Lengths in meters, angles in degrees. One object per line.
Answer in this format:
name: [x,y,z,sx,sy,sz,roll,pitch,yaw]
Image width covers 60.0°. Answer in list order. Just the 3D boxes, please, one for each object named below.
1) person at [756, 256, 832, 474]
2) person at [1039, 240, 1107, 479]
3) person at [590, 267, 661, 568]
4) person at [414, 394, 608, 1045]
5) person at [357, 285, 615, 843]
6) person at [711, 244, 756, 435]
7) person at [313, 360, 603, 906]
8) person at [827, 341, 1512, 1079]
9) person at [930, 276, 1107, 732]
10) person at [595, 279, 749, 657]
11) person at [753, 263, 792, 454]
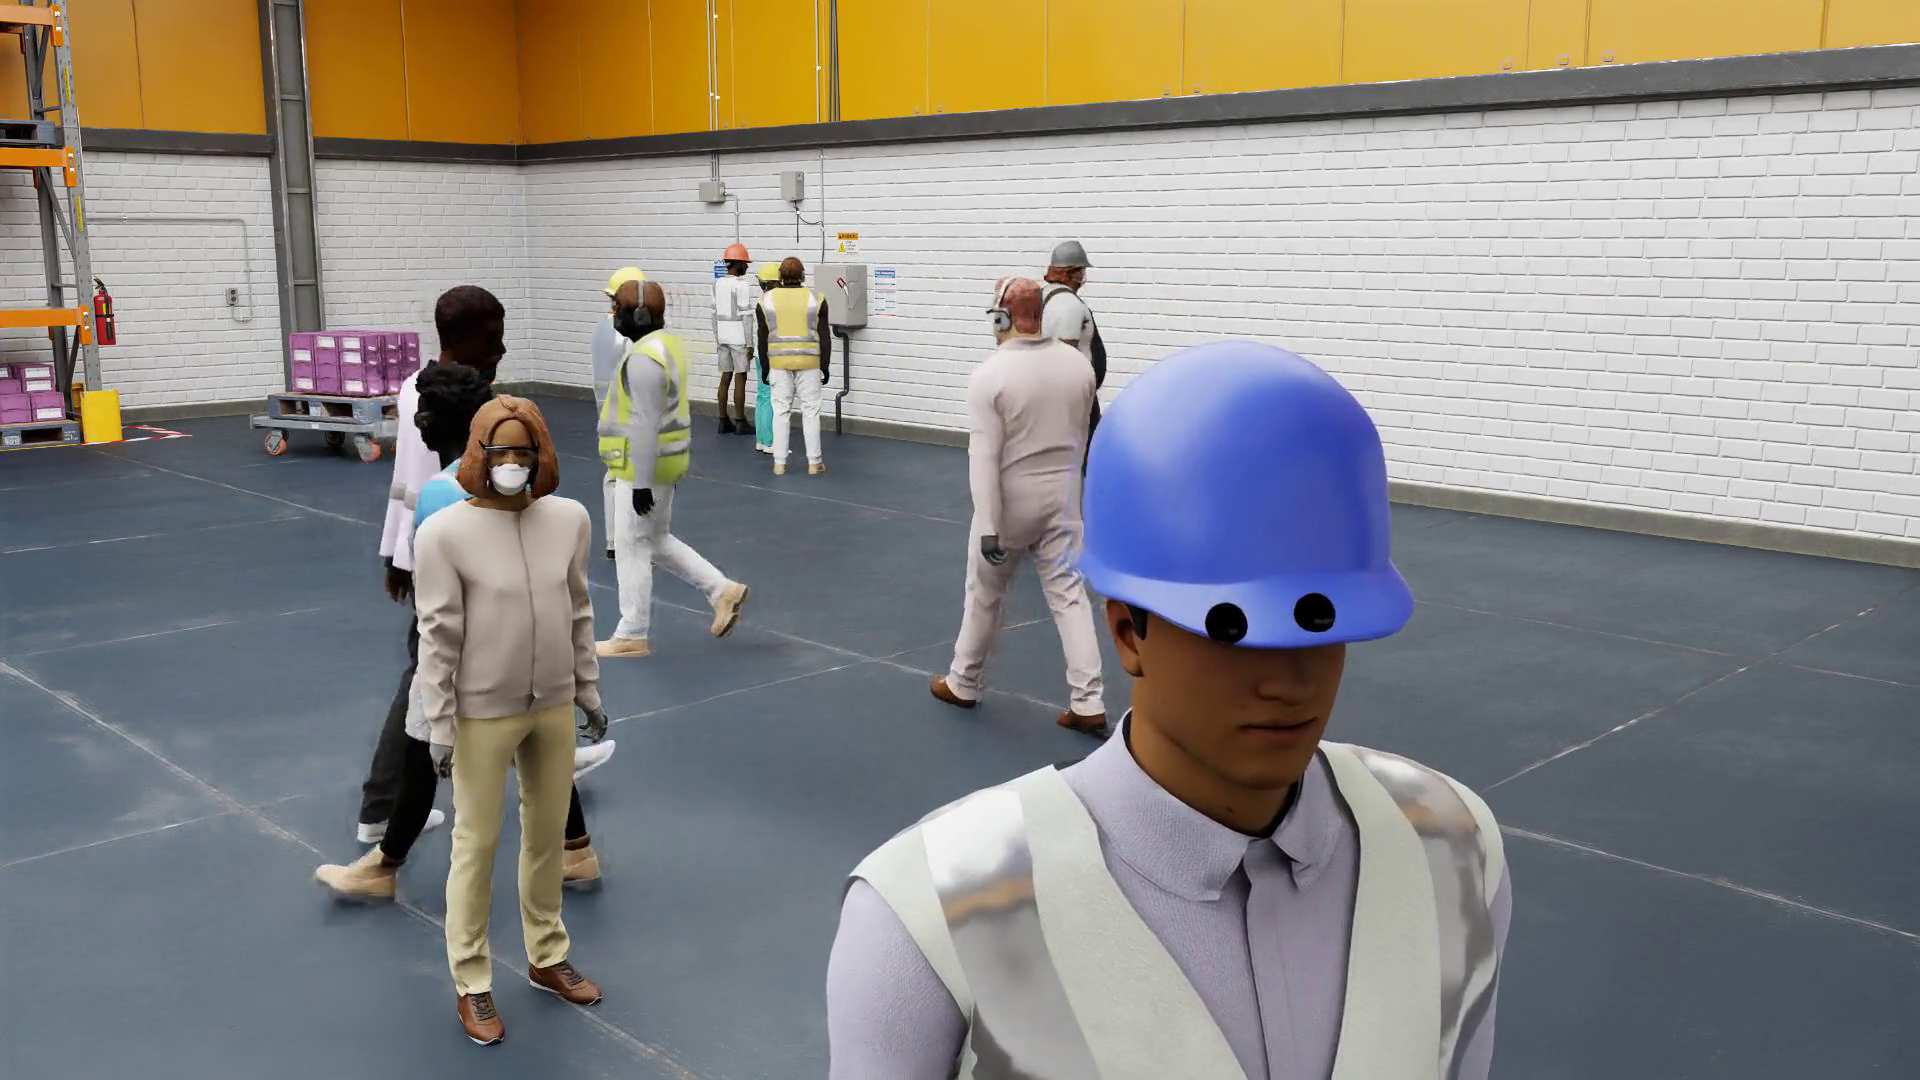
person: [-1.398,-1.467,14.102,0.632,1.845,0.429,0,10,-2]
person: [0.729,-1.194,12.053,0.995,2.000,0.685,-4,11,-19]
person: [-2.004,-0.739,10.145,0.404,1.830,0.600,-8,13,-39]
person: [-1.127,0.443,4.239,0.280,1.631,0.507,10,14,42]
person: [-1.636,0.077,5.637,0.971,1.851,0.643,-7,12,-32]
person: [-2.278,-2.036,16.935,0.551,1.933,0.369,9,14,41]
person: [-1.507,0.292,5.006,0.844,1.646,0.536,2,11,8]
person: [0.188,0.813,1.363,0.617,1.946,0.393,-4,11,-23]
person: [0.265,-0.150,6.877,0.647,1.862,0.960,-6,12,-30]
person: [-1.424,-0.333,7.962,0.692,1.823,0.632,0,10,-2]
person: [-1.754,-1.680,15.451,0.315,1.769,0.524,-4,11,-19]
